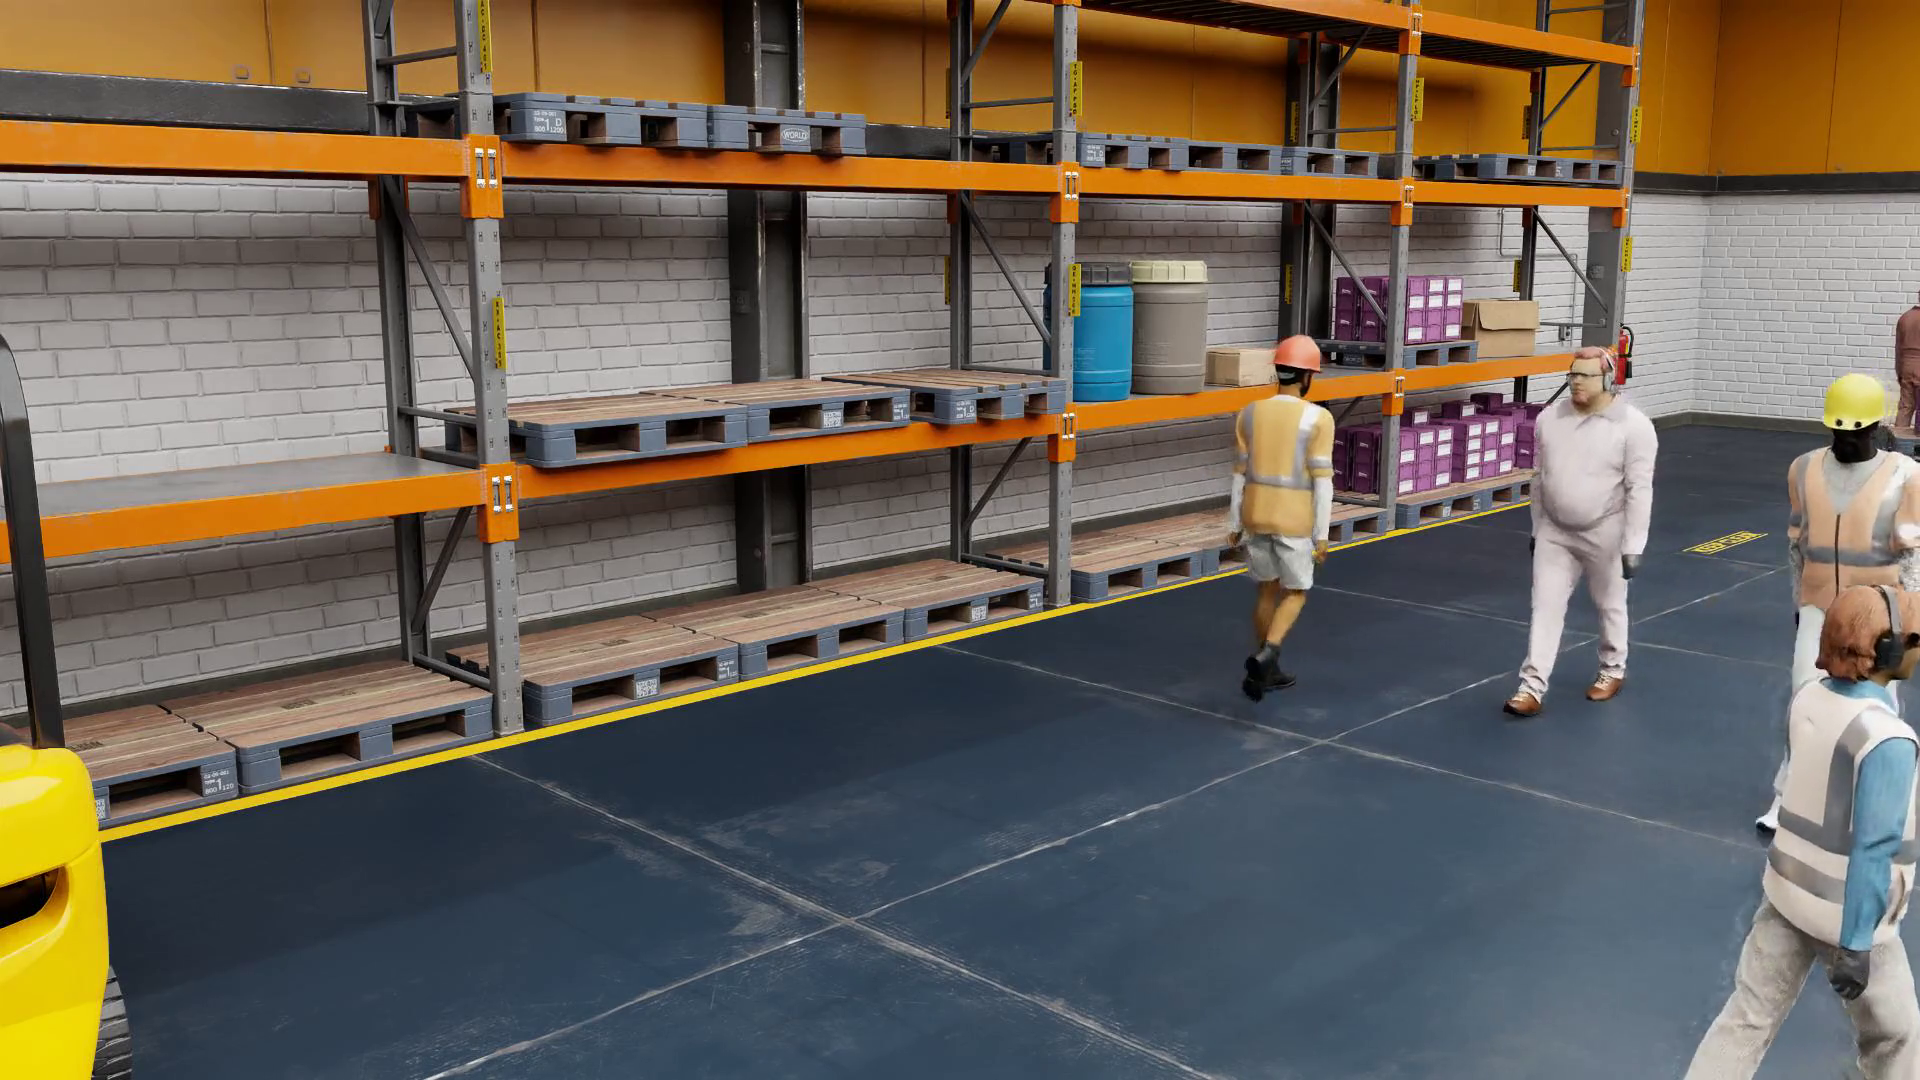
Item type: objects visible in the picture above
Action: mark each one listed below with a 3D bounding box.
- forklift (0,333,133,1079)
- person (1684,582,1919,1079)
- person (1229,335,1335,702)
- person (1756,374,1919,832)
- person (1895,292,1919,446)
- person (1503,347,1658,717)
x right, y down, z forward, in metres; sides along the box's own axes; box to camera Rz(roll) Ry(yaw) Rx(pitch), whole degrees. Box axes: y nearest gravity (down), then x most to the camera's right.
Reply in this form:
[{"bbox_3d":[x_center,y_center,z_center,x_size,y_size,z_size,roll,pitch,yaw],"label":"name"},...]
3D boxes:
[{"bbox_3d":[-3.289,0.485,4.582,1.214,2.155,2.313,-10,14,-44],"label":"forklift"},{"bbox_3d":[2.132,0.885,4.014,0.868,1.590,0.527,0,10,2],"label":"person"},{"bbox_3d":[1.601,-0.092,8.516,0.581,1.908,0.703,8,13,36],"label":"person"},{"bbox_3d":[3.663,0.243,6.824,1.029,1.869,0.603,-9,14,-40],"label":"person"},{"bbox_3d":[10.242,-1.771,17.668,0.409,1.907,0.651,-2,11,-13],"label":"person"},{"bbox_3d":[3.134,-0.041,8.372,0.664,1.855,1.023,10,14,44],"label":"person"}]
